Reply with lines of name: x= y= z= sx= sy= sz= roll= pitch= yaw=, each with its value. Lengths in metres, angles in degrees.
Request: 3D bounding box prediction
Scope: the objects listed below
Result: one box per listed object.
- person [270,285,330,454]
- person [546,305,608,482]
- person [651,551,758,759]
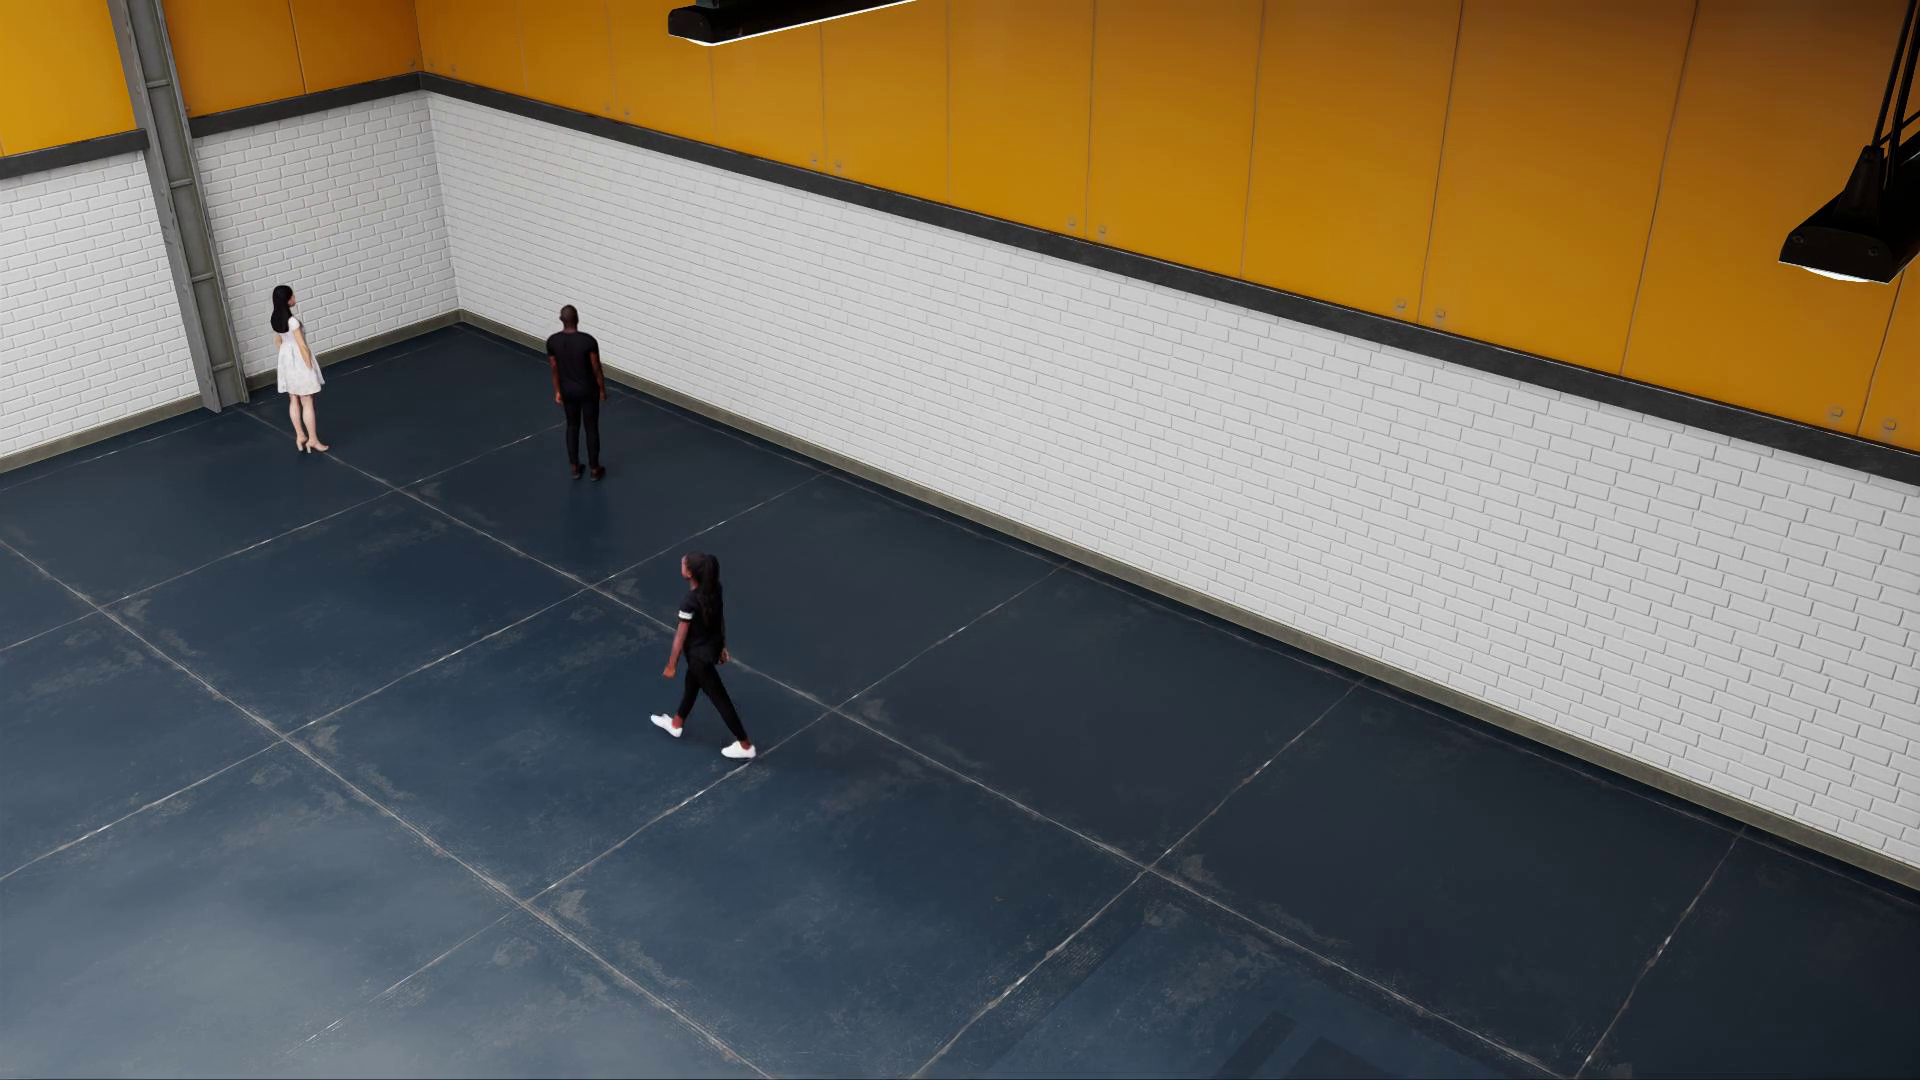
person: x=-6.751 y=-1.741 z=16.942 sx=0.666 sy=1.774 sz=0.654 roll=18 pitch=33 yaw=30
person: x=-3.736 y=-1.435 z=16.336 sx=0.772 sy=1.818 sz=0.786 roll=4 pitch=29 yaw=7
person: x=-1.805 y=0.892 z=12.207 sx=0.955 sy=1.686 sz=1.168 roll=10 pitch=30 yaw=18
